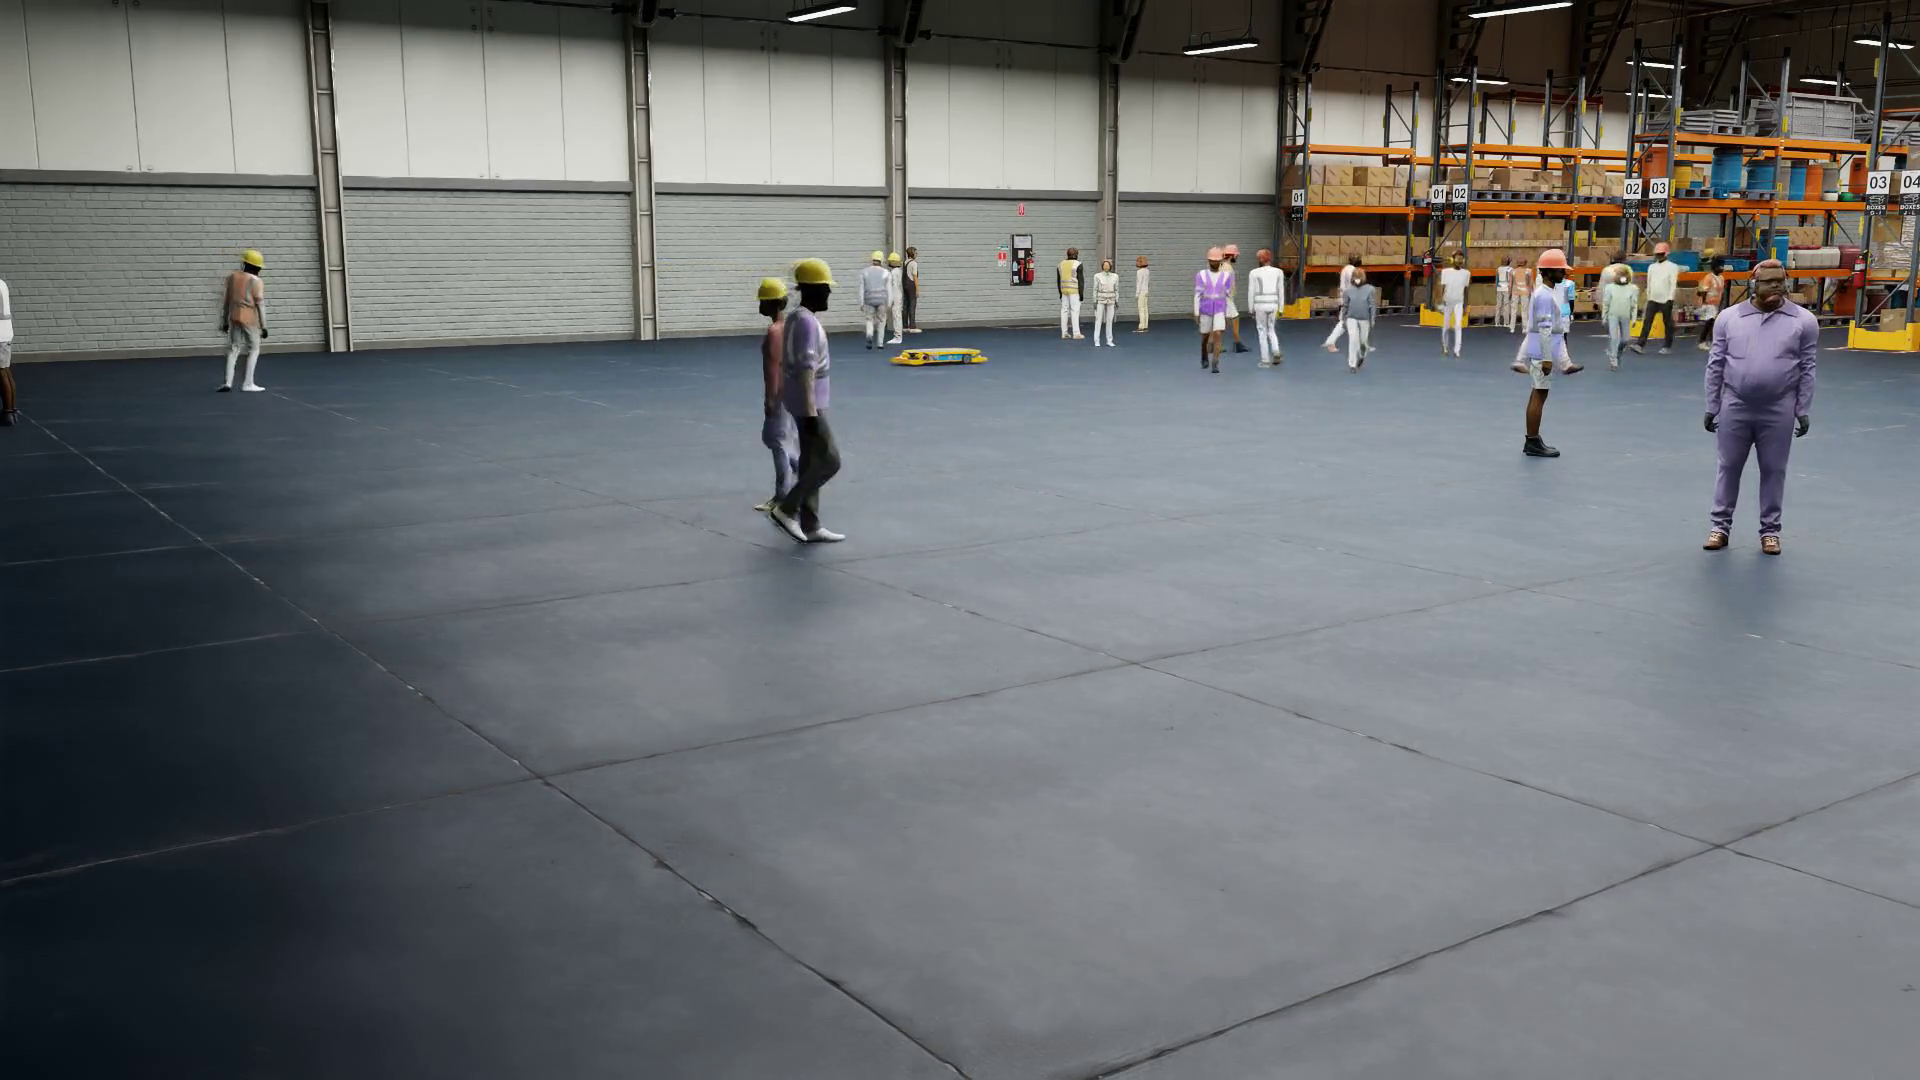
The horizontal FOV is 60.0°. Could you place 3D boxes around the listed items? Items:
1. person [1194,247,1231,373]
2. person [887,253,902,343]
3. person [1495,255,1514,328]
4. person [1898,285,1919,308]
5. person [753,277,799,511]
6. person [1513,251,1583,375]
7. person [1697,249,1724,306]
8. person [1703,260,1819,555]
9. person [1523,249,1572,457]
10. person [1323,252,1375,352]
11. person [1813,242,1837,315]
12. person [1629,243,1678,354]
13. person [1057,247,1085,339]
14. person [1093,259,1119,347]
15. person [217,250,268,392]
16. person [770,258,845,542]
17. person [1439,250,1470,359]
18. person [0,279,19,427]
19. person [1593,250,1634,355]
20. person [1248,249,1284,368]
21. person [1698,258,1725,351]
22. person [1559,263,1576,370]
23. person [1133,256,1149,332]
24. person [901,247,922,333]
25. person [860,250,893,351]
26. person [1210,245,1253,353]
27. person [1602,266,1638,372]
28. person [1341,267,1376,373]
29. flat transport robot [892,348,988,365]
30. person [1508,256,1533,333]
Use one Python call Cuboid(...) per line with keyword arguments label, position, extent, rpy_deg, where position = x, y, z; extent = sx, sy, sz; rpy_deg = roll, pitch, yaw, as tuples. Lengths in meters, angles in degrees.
Cuboid(label="person", position=(3.860, -3.526, 25.482), extent=(0.552, 1.908, 0.864), rpy_deg=(1, 10, 5))
Cuboid(label="person", position=(-1.273, -4.692, 32.288), extent=(0.282, 1.746, 0.493), rpy_deg=(1, 10, 6))
Cuboid(label="person", position=(12.365, -5.636, 37.753), extent=(0.307, 1.641, 0.513), rpy_deg=(-6, 12, -31))
Cuboid(label="person", position=(19.249, -5.045, 33.753), extent=(0.372, 1.916, 0.597), rpy_deg=(0, 10, 2))
Cuboid(label="person", position=(-1.347, -1.082, 12.457), extent=(0.407, 1.752, 0.549), rpy_deg=(1, 10, 6))
Cuboid(label="person", position=(8.816, -3.396, 24.911), extent=(0.661, 1.854, 1.027), rpy_deg=(-9, 14, -41))
Cuboid(label="person", position=(17.257, -5.783, 38.196), extent=(0.668, 1.783, 0.420), rpy_deg=(0, 10, 0))
Cuboid(label="person", position=(5.196, -0.860, 10.841), extent=(0.653, 1.907, 0.408), rpy_deg=(5, 12, 27))
Cuboid(label="person", position=(5.517, -1.754, 15.654), extent=(0.354, 1.939, 0.544), rpy_deg=(3, 11, 15))
Cuboid(label="person", position=(6.964, -4.249, 29.724), extent=(0.951, 1.802, 0.639), rpy_deg=(0, 10, -2))
Cuboid(label="person", position=(22.318, -6.693, 42.789), extent=(0.757, 1.914, 0.627), rpy_deg=(-4, 11, -20))
Cuboid(label="person", position=(12.206, -4.206, 29.072), extent=(1.011, 1.941, 0.623), rpy_deg=(-7, 13, -34))
Cuboid(label="person", position=(2.264, -5.004, 33.737), extent=(0.624, 1.845, 0.430), rpy_deg=(9, 14, 41))
Cuboid(label="person", position=(2.742, -4.452, 31.277), extent=(0.515, 1.636, 0.314), rpy_deg=(-3, 11, -14))
Cuboid(label="person", position=(-9.540, -2.893, 22.082), extent=(0.665, 1.875, 0.639), rpy_deg=(4, 11, 20))
Cuboid(label="person", position=(-0.990, -0.913, 11.093), extent=(0.420, 1.916, 0.606), rpy_deg=(-2, 10, -9))
Cuboid(label="person", position=(8.453, -4.044, 28.507), extent=(0.515, 1.839, 0.866), rpy_deg=(2, 11, 10))
Cuboid(label="person", position=(-10.512, -2.198, 18.093), extent=(0.360, 1.938, 0.545), rpy_deg=(-3, 11, -18))
Cuboid(label="person", position=(11.368, -4.133, 29.040), extent=(0.620, 1.813, 0.646), rpy_deg=(-4, 11, -22))
Cuboid(label="person", position=(4.810, -3.637, 26.164), extent=(0.572, 1.864, 0.434), rpy_deg=(-3, 11, -14))
Cuboid(label="person", position=(13.571, -4.203, 29.798), extent=(0.556, 1.671, 0.713), rpy_deg=(-7, 12, -34))
Cuboid(label="person", position=(9.273, -3.488, 25.818), extent=(0.535, 1.699, 0.318), rpy_deg=(7, 13, 35))
Cuboid(label="person", position=(3.948, -5.342, 36.160), extent=(0.284, 1.633, 0.500), rpy_deg=(6, 12, 29))
Cuboid(label="person", position=(-1.059, -5.379, 35.780), extent=(0.326, 1.843, 0.517), rpy_deg=(-8, 13, -37))
Cuboid(label="person", position=(-1.500, -4.303, 29.966), extent=(0.608, 1.811, 0.437), rpy_deg=(1, 10, 7))
Cuboid(label="person", position=(4.850, -4.267, 29.520), extent=(0.874, 1.901, 0.577), rpy_deg=(0, 10, -2))
Cuboid(label="person", position=(10.145, -3.409, 25.620), extent=(0.506, 1.619, 0.563), rpy_deg=(2, 10, 10))
Cuboid(label="person", position=(6.085, -3.361, 25.374), extent=(0.514, 1.604, 0.645), rpy_deg=(3, 11, 17))
Cuboid(label="flat transport robot", position=(-0.328, -2.990, 27.004), extent=(1.431, 0.197, 0.652), rpy_deg=(-6, 12, -31))
Cuboid(label="person", position=(11.970, -5.228, 35.523), extent=(0.514, 1.639, 0.311), rpy_deg=(6, 12, 29))
